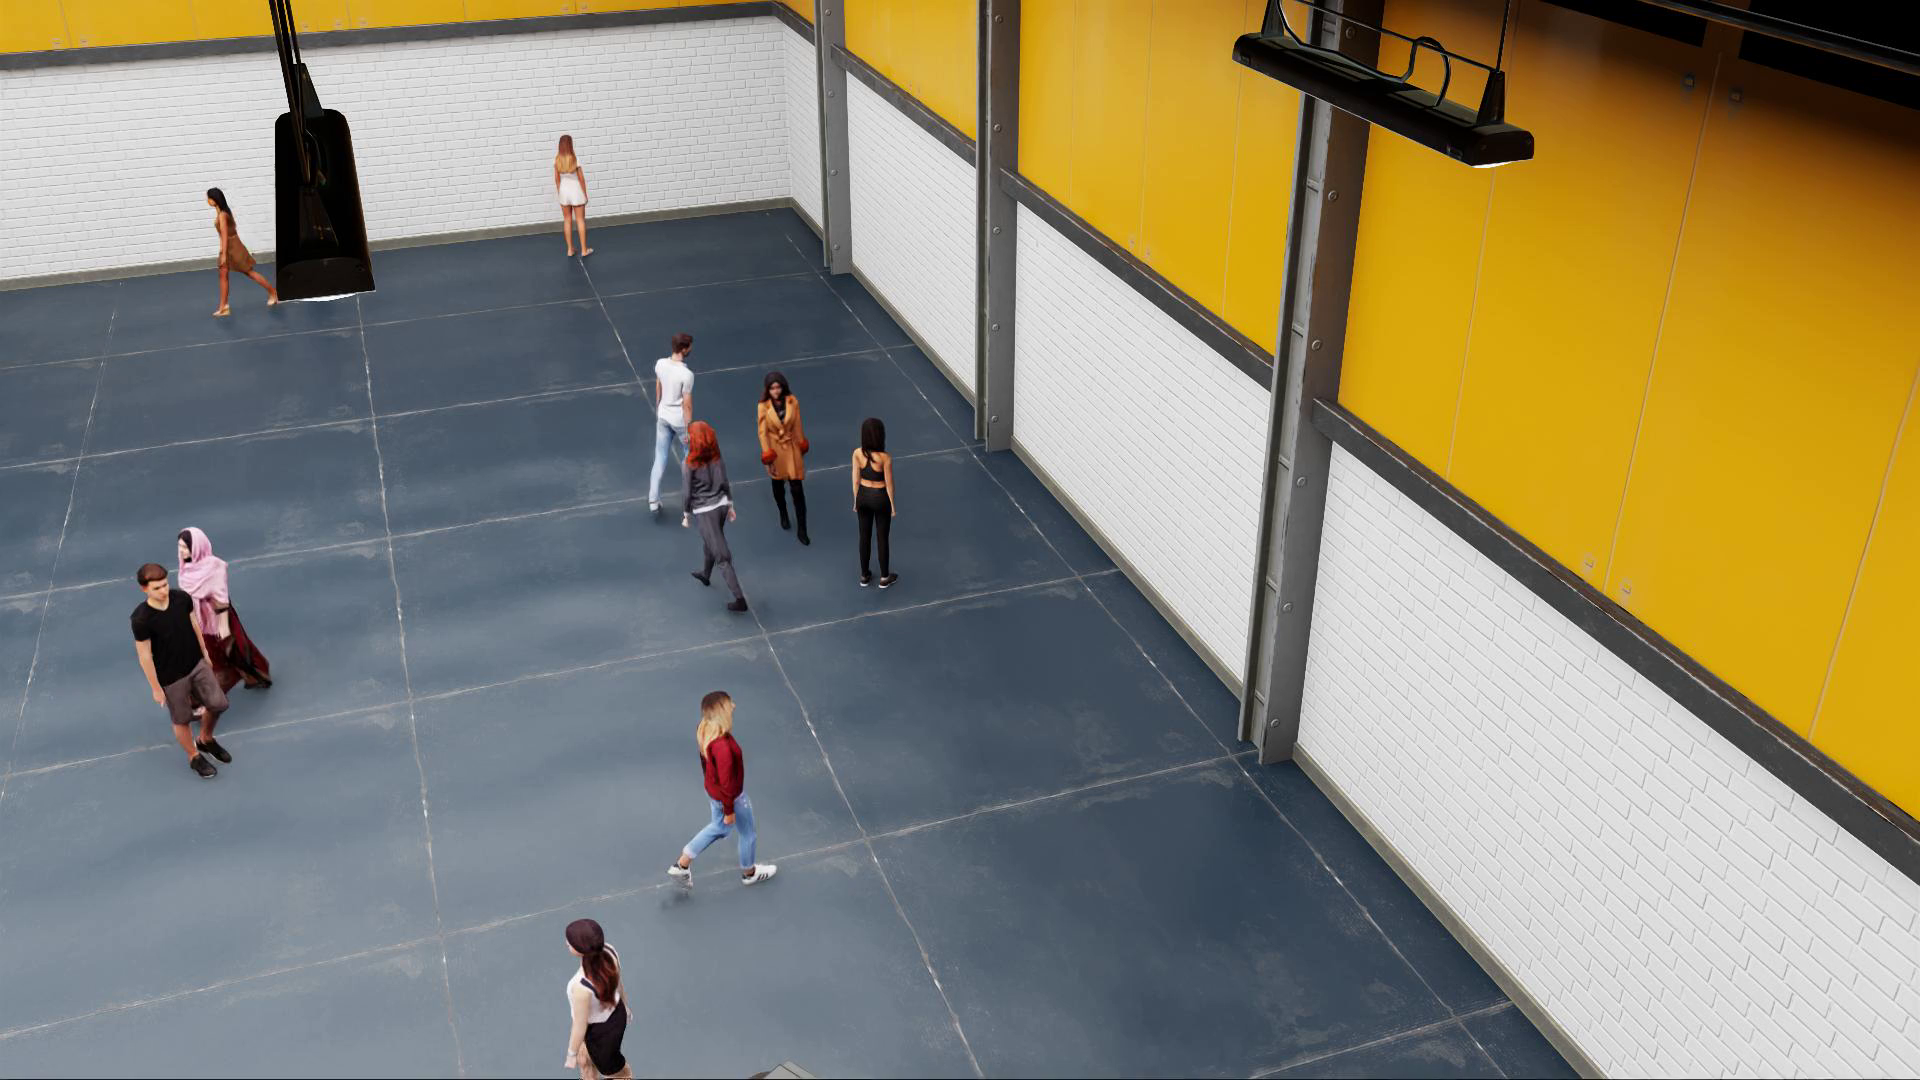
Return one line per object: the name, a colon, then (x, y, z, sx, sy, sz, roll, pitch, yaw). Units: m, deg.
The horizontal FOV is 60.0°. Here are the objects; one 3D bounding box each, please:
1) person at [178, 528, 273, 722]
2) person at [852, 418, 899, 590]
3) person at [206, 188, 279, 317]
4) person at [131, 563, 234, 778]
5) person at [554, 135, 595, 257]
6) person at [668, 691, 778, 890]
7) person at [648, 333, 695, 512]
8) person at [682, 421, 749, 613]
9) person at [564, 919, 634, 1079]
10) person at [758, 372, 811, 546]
person: (-5.946, 0.607, 13.366, 1.070, 1.600, 1.145, 12, 31, 21)
person: (-0.785, -0.335, 15.050, 0.634, 1.641, 0.671, 8, 30, 15)
person: (-9.133, -3.653, 21.133, 0.817, 1.641, 1.073, -18, 33, -29)
person: (-5.915, 0.942, 12.490, 0.842, 1.851, 0.812, 17, 33, 28)
person: (-5.421, -4.805, 23.188, 0.657, 1.695, 0.678, 4, 29, 7)
person: (-1.660, 1.741, 11.273, 0.777, 1.613, 0.966, -16, 32, -26)
person: (-2.840, -1.108, 16.299, 1.248, 1.802, 1.255, 14, 32, 24)
person: (-2.146, -0.170, 14.660, 1.200, 1.725, 0.935, 24, 36, 36)
person: (-1.915, 2.790, 9.336, 0.884, 1.627, 0.882, 5, 29, 9)
person: (-1.735, -0.843, 15.925, 0.698, 1.696, 0.967, -9, 30, -16)
